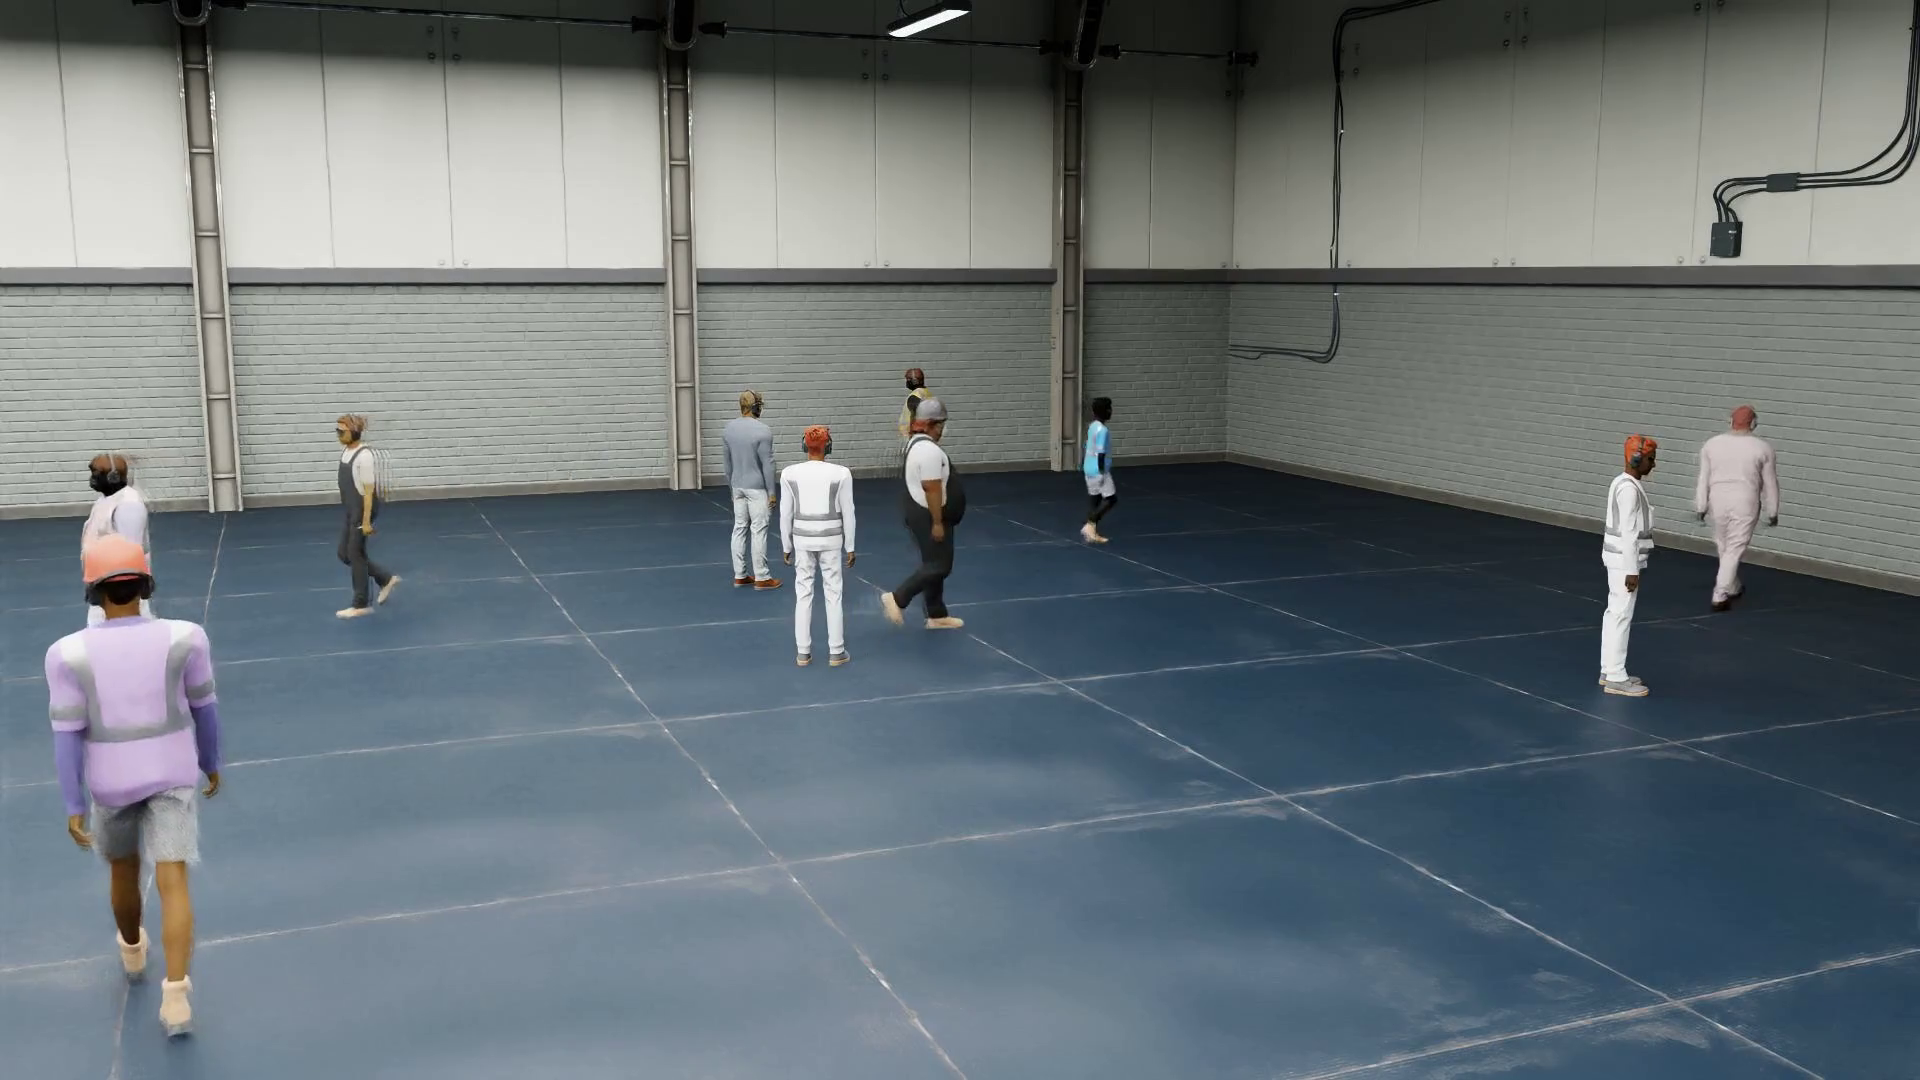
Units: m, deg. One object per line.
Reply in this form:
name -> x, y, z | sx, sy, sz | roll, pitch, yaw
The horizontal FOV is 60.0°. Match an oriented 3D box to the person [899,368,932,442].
person -> -0.571, -1.309, 21.566 | 0.429, 1.842, 0.626 | 2, 9, 11

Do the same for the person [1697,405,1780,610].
person -> 7.125, -0.302, 15.210 | 0.665, 1.854, 1.016 | 9, 13, 44

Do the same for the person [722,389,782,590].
person -> -2.011, -0.483, 16.072 | 0.632, 1.940, 0.372 | 7, 11, 36

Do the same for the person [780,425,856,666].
person -> -1.099, 0.046, 12.921 | 0.584, 1.882, 0.345 | 1, 9, 4

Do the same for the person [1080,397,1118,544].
person -> 1.580, -0.770, 18.673 | 0.361, 1.687, 0.540 | -2, 9, -11

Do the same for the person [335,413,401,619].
person -> -5.299, -0.225, 14.762 | 0.524, 1.833, 0.521 | -7, 11, -37

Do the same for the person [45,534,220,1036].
person -> -3.371, 0.963, 6.846 | 0.615, 1.990, 1.055 | -4, 10, -26

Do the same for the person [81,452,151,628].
person -> -5.842, 0.276, 11.713 | 0.869, 1.816, 0.632 | -8, 12, -40

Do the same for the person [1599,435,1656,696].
person -> 4.857, 0.176, 12.090 | 0.356, 1.887, 0.572 | 3, 9, 16

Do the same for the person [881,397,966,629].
person -> -0.294, -0.217, 14.080 | 0.691, 2.000, 0.698 | -2, 9, -10
